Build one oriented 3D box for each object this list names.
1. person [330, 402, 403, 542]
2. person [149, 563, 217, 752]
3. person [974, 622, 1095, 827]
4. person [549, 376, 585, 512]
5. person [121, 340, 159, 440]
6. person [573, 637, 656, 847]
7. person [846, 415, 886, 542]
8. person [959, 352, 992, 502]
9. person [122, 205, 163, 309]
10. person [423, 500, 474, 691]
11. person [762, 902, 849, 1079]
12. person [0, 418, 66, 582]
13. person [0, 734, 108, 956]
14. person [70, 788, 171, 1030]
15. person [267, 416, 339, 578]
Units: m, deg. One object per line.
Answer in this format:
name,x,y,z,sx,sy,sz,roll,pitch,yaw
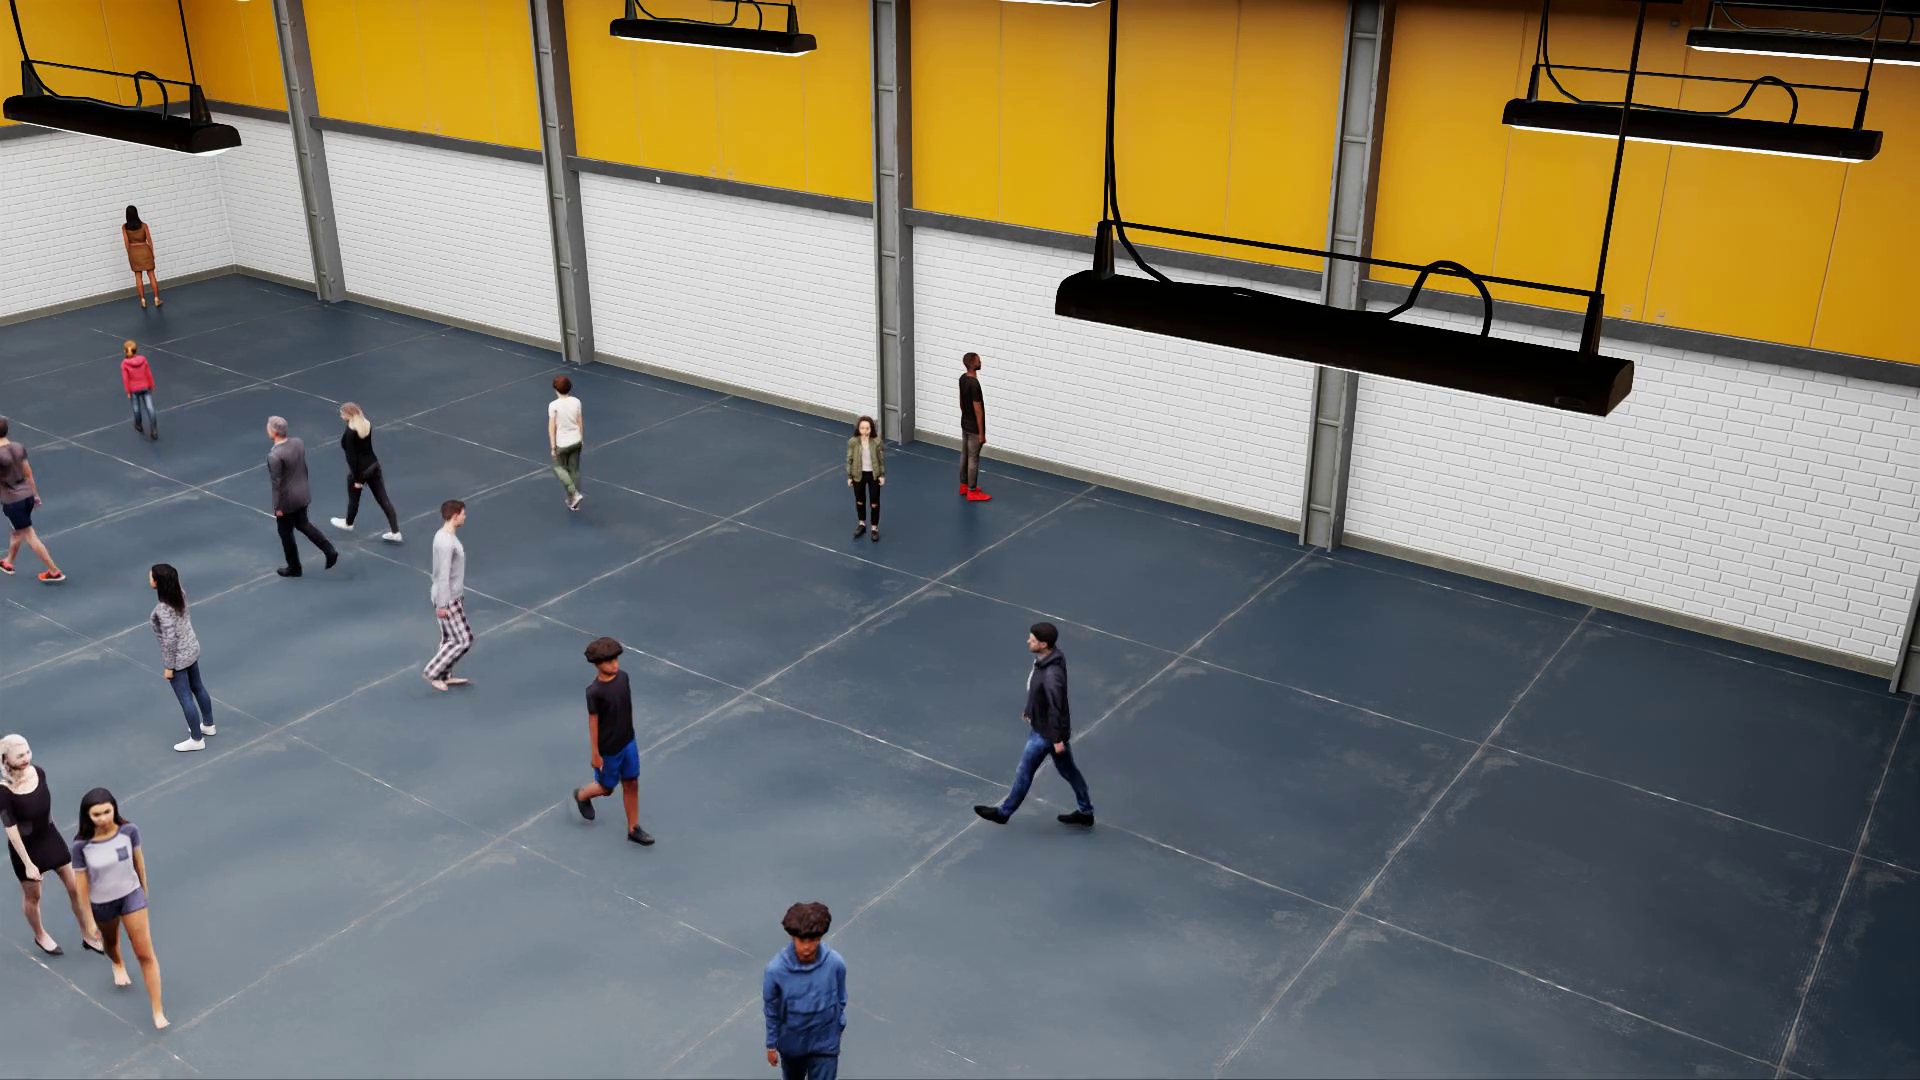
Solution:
person,-6.533,-0.714,18.501,1.230,1.630,0.905,8,25,17
person,-6.776,0.997,14.461,0.706,1.733,0.689,0,24,1
person,0.807,1.512,13.168,1.298,1.825,1.037,3,24,8
person,-4.529,-1.090,19.345,0.697,1.644,0.805,-17,29,-34
person,-10.692,-1.935,21.727,0.701,1.285,0.952,-17,29,-34
person,-2.792,1.565,13.111,1.040,1.773,0.596,16,28,32
person,-1.053,-0.731,18.741,0.726,1.471,0.795,3,24,6
person,0.137,-1.360,19.761,0.775,1.806,0.657,-10,25,-21
person,-13.582,-4.706,27.567,0.649,1.684,0.669,-9,25,-20
person,-4.800,0.545,15.401,0.962,1.808,0.910,-3,24,-8
person,-0.934,2.921,9.998,1.156,1.781,1.190,-3,24,-6
person,-9.857,-0.373,17.507,1.249,1.802,0.983,4,24,10
person,-6.573,2.165,11.695,0.915,1.808,0.702,9,25,21
person,-5.736,2.426,11.258,0.859,1.680,1.235,-17,29,-34
person,-7.032,-0.445,17.649,1.072,1.821,0.927,6,24,13
